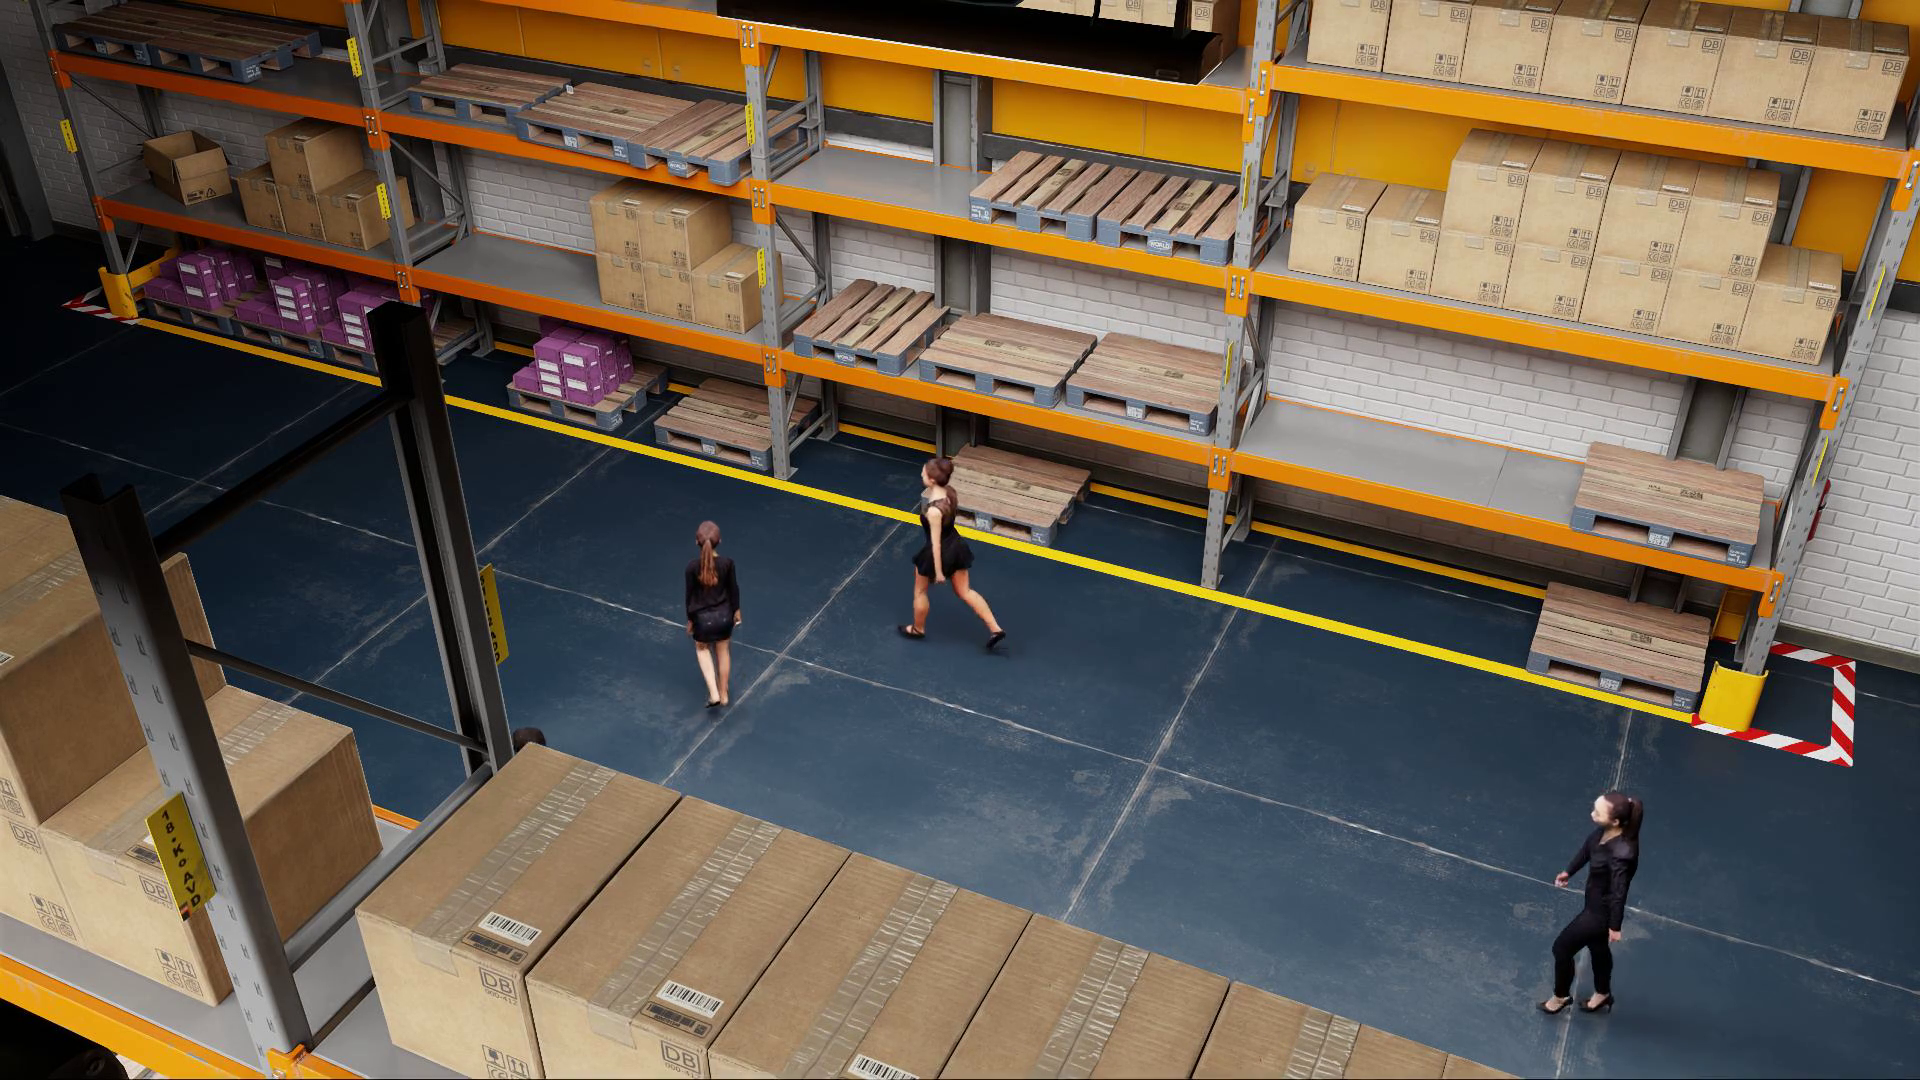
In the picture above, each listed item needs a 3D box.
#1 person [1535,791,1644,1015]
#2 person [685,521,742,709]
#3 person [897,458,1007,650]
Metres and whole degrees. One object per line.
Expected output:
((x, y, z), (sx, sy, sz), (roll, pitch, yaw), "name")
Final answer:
((3.719, 2.094, 9.413), (0.729, 1.684, 0.634), (10, 35, 14), "person")
((-1.745, 0.585, 11.808), (0.758, 1.545, 0.810), (-9, 35, -14), "person")
((-0.040, 0.143, 12.388), (1.103, 1.639, 0.568), (16, 37, 22), "person")
